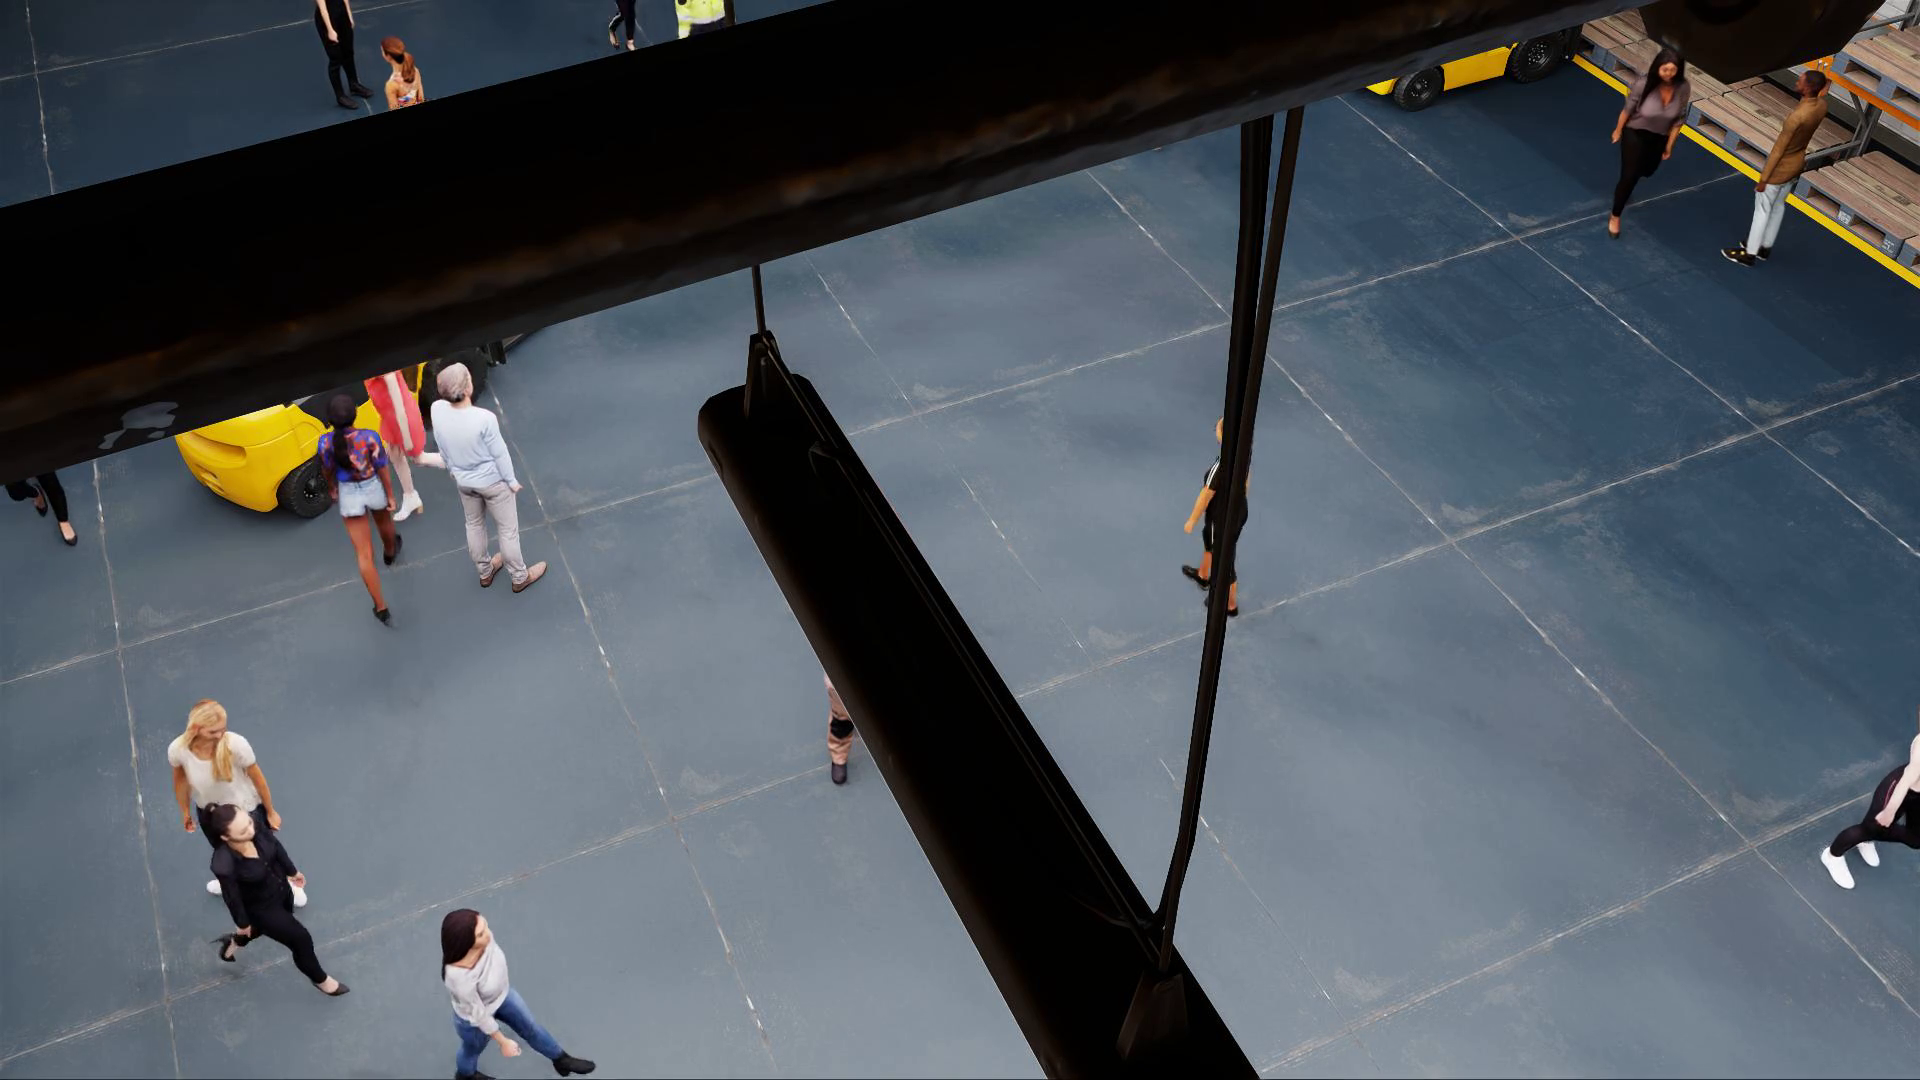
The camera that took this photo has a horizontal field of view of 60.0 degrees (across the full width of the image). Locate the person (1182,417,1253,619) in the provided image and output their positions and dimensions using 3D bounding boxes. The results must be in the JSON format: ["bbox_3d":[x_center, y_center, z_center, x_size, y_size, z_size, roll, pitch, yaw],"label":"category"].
[{"bbox_3d":[1.849,-0.115,11.135,0.896,1.646,0.795,26,49,24],"label":"person"}]

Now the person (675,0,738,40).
[{"bbox_3d":[-2.514,-4.895,15.930,1.047,1.954,0.990,25,49,24],"label":"person"}]

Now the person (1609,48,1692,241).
[{"bbox_3d":[6.017,-3.554,14.639,0.984,1.793,1.159,1,44,1],"label":"person"}]

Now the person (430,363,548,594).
[{"bbox_3d":[-3.246,-0.414,11.271,0.749,1.893,0.802,13,45,13],"label":"person"}]

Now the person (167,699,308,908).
[{"bbox_3d":[-4.131,1.489,9.354,0.885,1.781,0.797,11,45,11],"label":"person"}]

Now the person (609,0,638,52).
[{"bbox_3d":[-3.517,-5.756,17.019,0.784,1.697,0.743,28,50,26],"label":"person"}]

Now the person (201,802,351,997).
[{"bbox_3d":[-3.798,1.938,8.951,0.940,1.686,1.017,4,44,4],"label":"person"}]

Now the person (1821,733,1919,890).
[{"bbox_3d":[5.363,1.423,9.464,0.595,1.726,0.619,-18,47,-18],"label":"person"}]

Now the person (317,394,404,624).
[{"bbox_3d":[-4.004,-0.203,11.188,0.775,1.701,1.192,-12,45,-12],"label":"person"}]

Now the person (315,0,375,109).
[{"bbox_3d":[-6.144,-5.082,16.320,0.724,1.685,0.661,14,45,14],"label":"person"}]

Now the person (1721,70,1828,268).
[{"bbox_3d":[7.049,-3.173,14.222,0.672,1.816,0.620,-27,50,-26],"label":"person"}]

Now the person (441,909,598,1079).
[{"bbox_3d":[-2.527,2.410,8.526,0.987,1.589,1.026,5,44,5],"label":"person"}]

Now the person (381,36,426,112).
[{"bbox_3d":[-4.740,-3.554,14.662,1.134,1.760,1.056,15,46,15],"label":"person"}]
